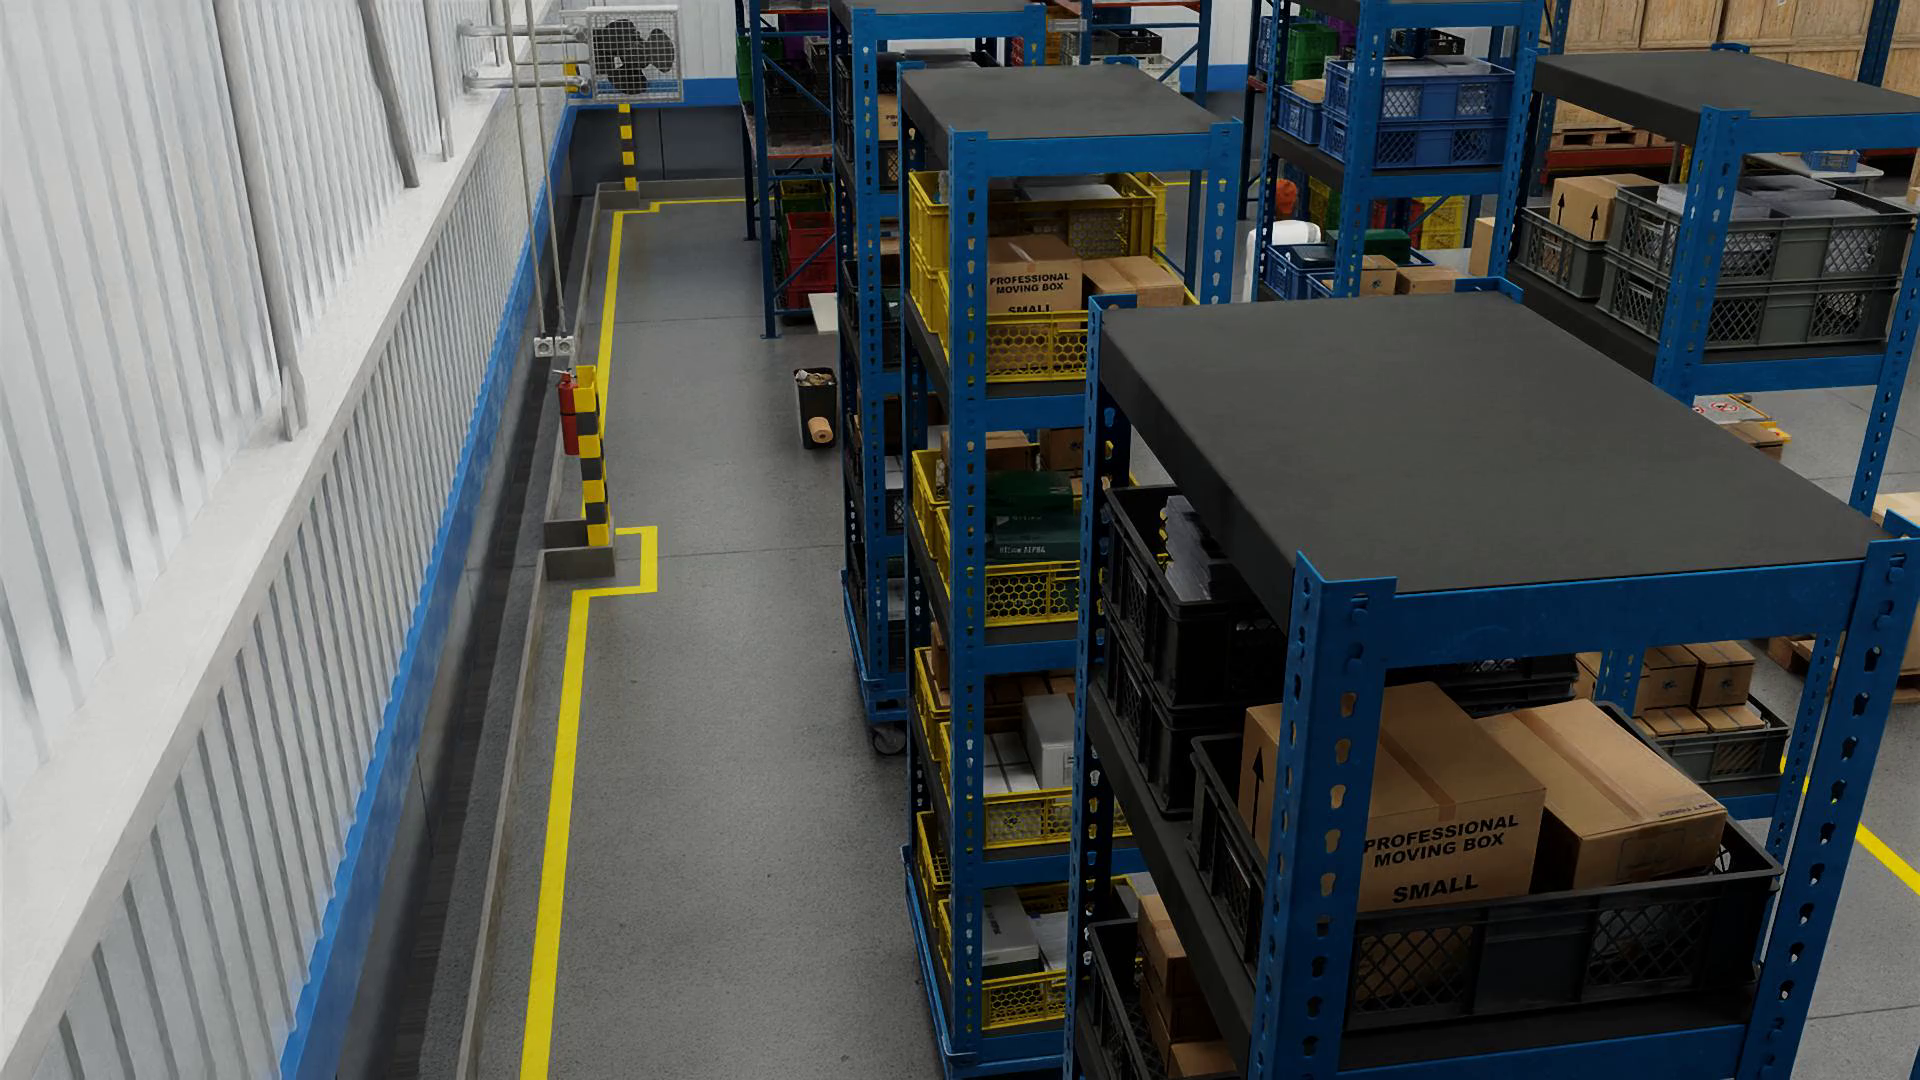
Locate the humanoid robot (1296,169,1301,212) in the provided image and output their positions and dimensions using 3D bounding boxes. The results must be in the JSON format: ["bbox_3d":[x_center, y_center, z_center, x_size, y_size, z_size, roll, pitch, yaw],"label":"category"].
[{"bbox_3d":[3.807,-4.479,18.364,0.344,1.666,0.620,9,26,18],"label":"humanoid robot"}]

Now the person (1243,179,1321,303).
[{"bbox_3d":[2.277,-1.652,11.954,0.571,1.887,0.356,-7,26,-15],"label":"person"}]

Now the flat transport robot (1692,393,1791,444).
[{"bbox_3d":[5.224,-0.859,12.132,1.431,0.197,0.652,-4,25,-8],"label":"flat transport robot"}]
